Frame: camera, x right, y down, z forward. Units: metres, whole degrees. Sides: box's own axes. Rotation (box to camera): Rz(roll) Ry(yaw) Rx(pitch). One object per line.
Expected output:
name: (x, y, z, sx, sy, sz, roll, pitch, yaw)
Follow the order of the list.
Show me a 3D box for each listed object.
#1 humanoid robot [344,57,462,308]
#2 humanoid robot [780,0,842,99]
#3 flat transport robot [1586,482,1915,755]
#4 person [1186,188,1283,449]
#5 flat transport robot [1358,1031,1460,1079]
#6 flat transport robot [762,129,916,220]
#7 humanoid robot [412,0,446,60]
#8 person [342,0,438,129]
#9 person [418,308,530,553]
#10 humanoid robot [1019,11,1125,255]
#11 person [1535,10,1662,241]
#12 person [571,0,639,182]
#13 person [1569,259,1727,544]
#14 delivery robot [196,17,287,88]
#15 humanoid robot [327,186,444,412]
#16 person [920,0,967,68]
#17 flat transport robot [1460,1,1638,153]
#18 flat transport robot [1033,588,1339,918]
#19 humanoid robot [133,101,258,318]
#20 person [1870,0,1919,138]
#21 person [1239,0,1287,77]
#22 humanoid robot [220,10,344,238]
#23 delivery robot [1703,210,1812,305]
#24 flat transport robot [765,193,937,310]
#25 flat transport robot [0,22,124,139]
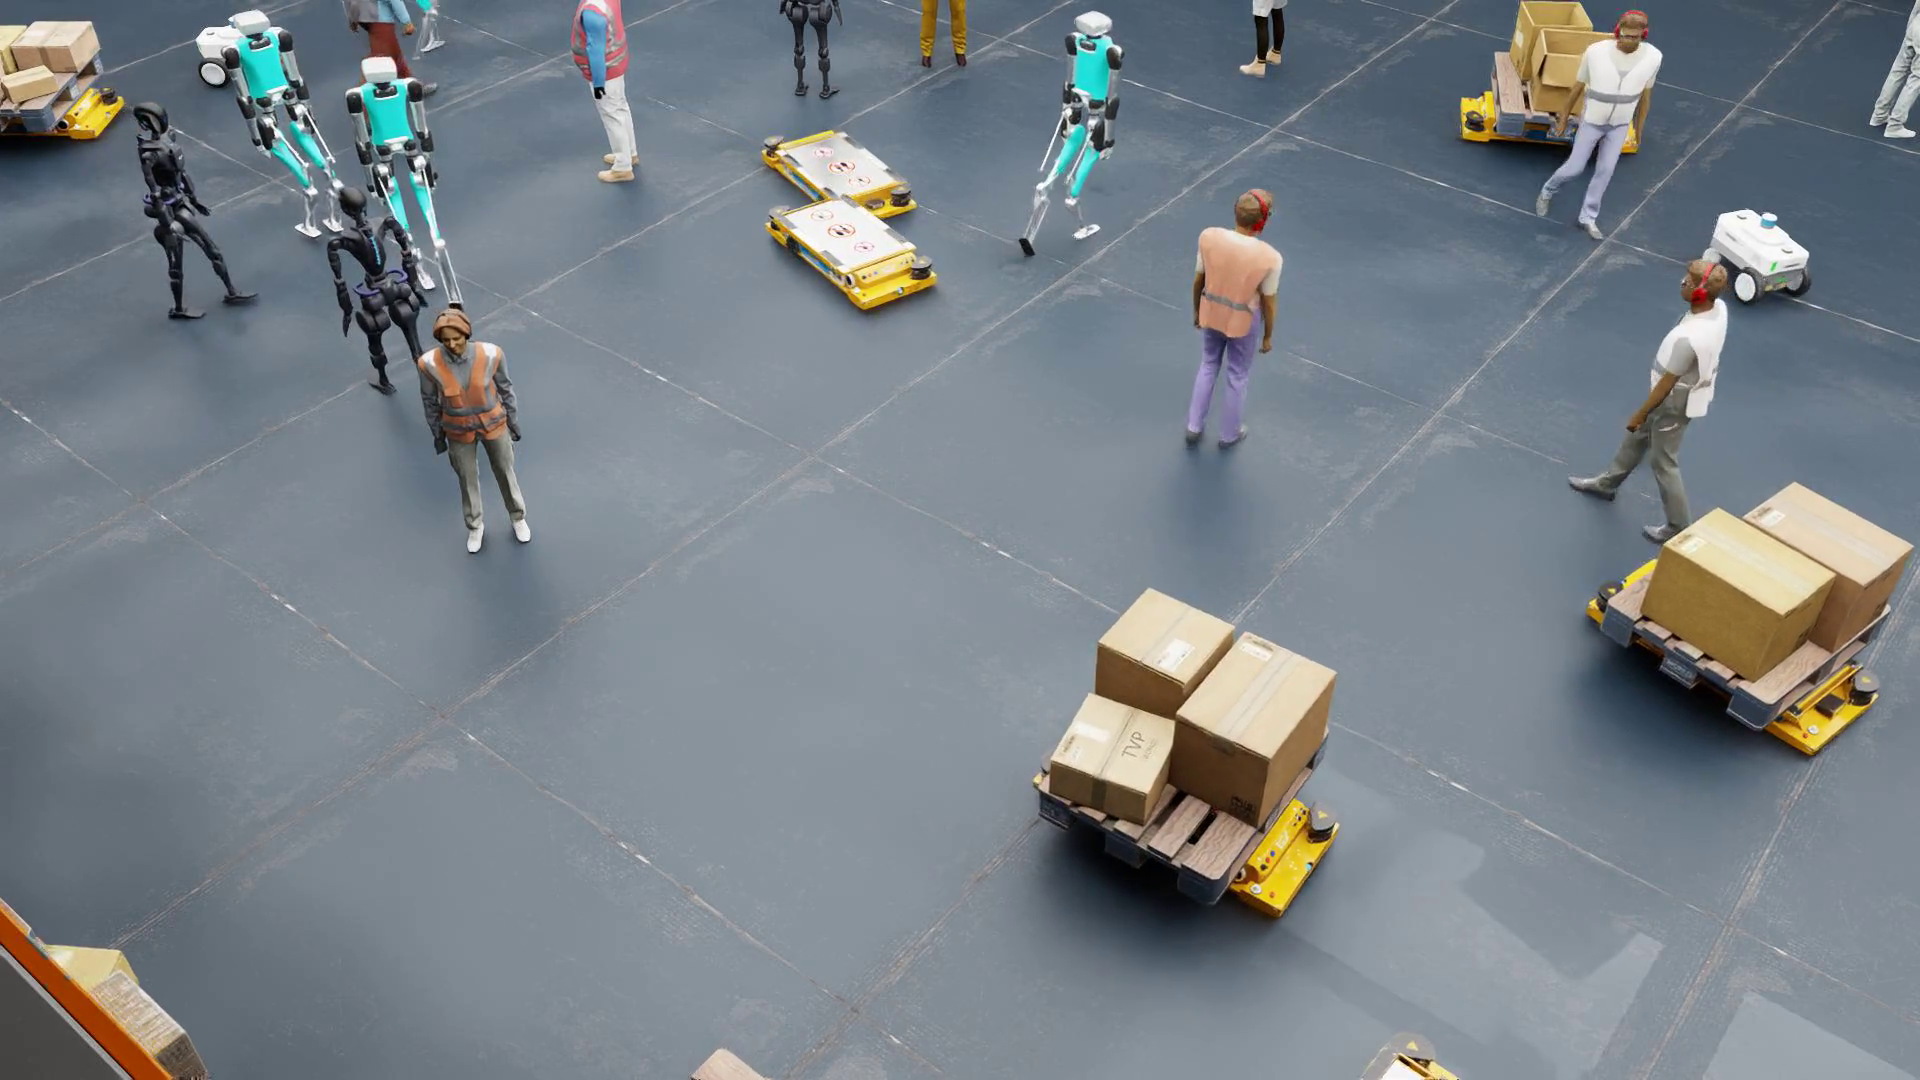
humanoid robot: (-3.899, -2.446, 11.883, 0.546, 1.859, 0.837, -20, 44, -22)
humanoid robot: (-1.325, -4.702, 14.509, 0.599, 1.659, 0.315, 13, 42, 15)
flat transport robot: (4.341, 0.601, 9.371, 0.659, 0.231, 1.431, -27, 47, -28)
person: (1.710, -1.360, 10.475, 0.562, 1.841, 0.411, 24, 46, 25)
flat transport robot: (1.734, 2.710, 6.889, 0.659, 0.231, 1.431, 30, 49, 31)
flat transport robot: (-1.005, -2.982, 13.586, 0.659, 0.231, 1.431, -22, 45, -24)
humanoid robot: (-5.017, -5.244, 15.136, 0.830, 1.793, 0.545, -24, 46, -25)
person: (-4.952, -4.452, 14.111, 0.560, 1.828, 0.995, 22, 45, 24)
person: (-2.845, -0.649, 9.781, 0.523, 1.639, 0.304, -11, 42, -13)
humanoid robot: (0.760, -2.962, 12.473, 0.912, 1.816, 0.572, -31, 49, -31)
person: (4.873, -3.203, 12.657, 0.600, 1.818, 0.554, -1, 40, -1)
person: (-2.864, -3.776, 13.317, 0.432, 1.836, 0.628, 0, 40, 0)
person: (4.211, -0.844, 9.873, 0.741, 1.827, 0.580, 21, 45, 23)
delivery robot: (-6.520, -4.436, 15.091, 0.808, 0.614, 0.499, 0, 40, 0)
humanoid robot: (-3.760, -1.568, 10.880, 0.585, 1.629, 0.806, -32, 50, -32)
person: (-0.134, -5.113, 14.956, 0.533, 1.749, 0.343, -4, 41, -4)
flat transport robot: (5.067, -3.609, 14.323, 1.431, 0.231, 0.659, 7, 41, 8)
flat transport robot: (1.147, 1.337, 8.506, 1.431, 0.231, 0.659, 25, 46, 26)
humanoid robot: (-5.496, -2.310, 11.711, 0.597, 1.640, 0.593, -1, 40, -2)
person: (8.109, -4.202, 13.893, 0.319, 1.728, 0.488, -10, 41, -12)
person: (2.779, -5.018, 14.888, 0.323, 1.690, 0.531, 27, 47, 28)
humanoid robot: (-4.987, -3.034, 12.488, 0.765, 1.753, 0.535, 32, 50, 32)
delivery robot: (5.941, -2.120, 12.364, 0.499, 0.611, 0.809, -11, 42, -13)
flat transport robot: (-0.849, -2.235, 12.707, 0.659, 0.231, 1.431, -25, 46, -26)
flat transport robot: (-8.116, -3.709, 14.441, 1.431, 0.231, 0.659, 0, 40, 0)
